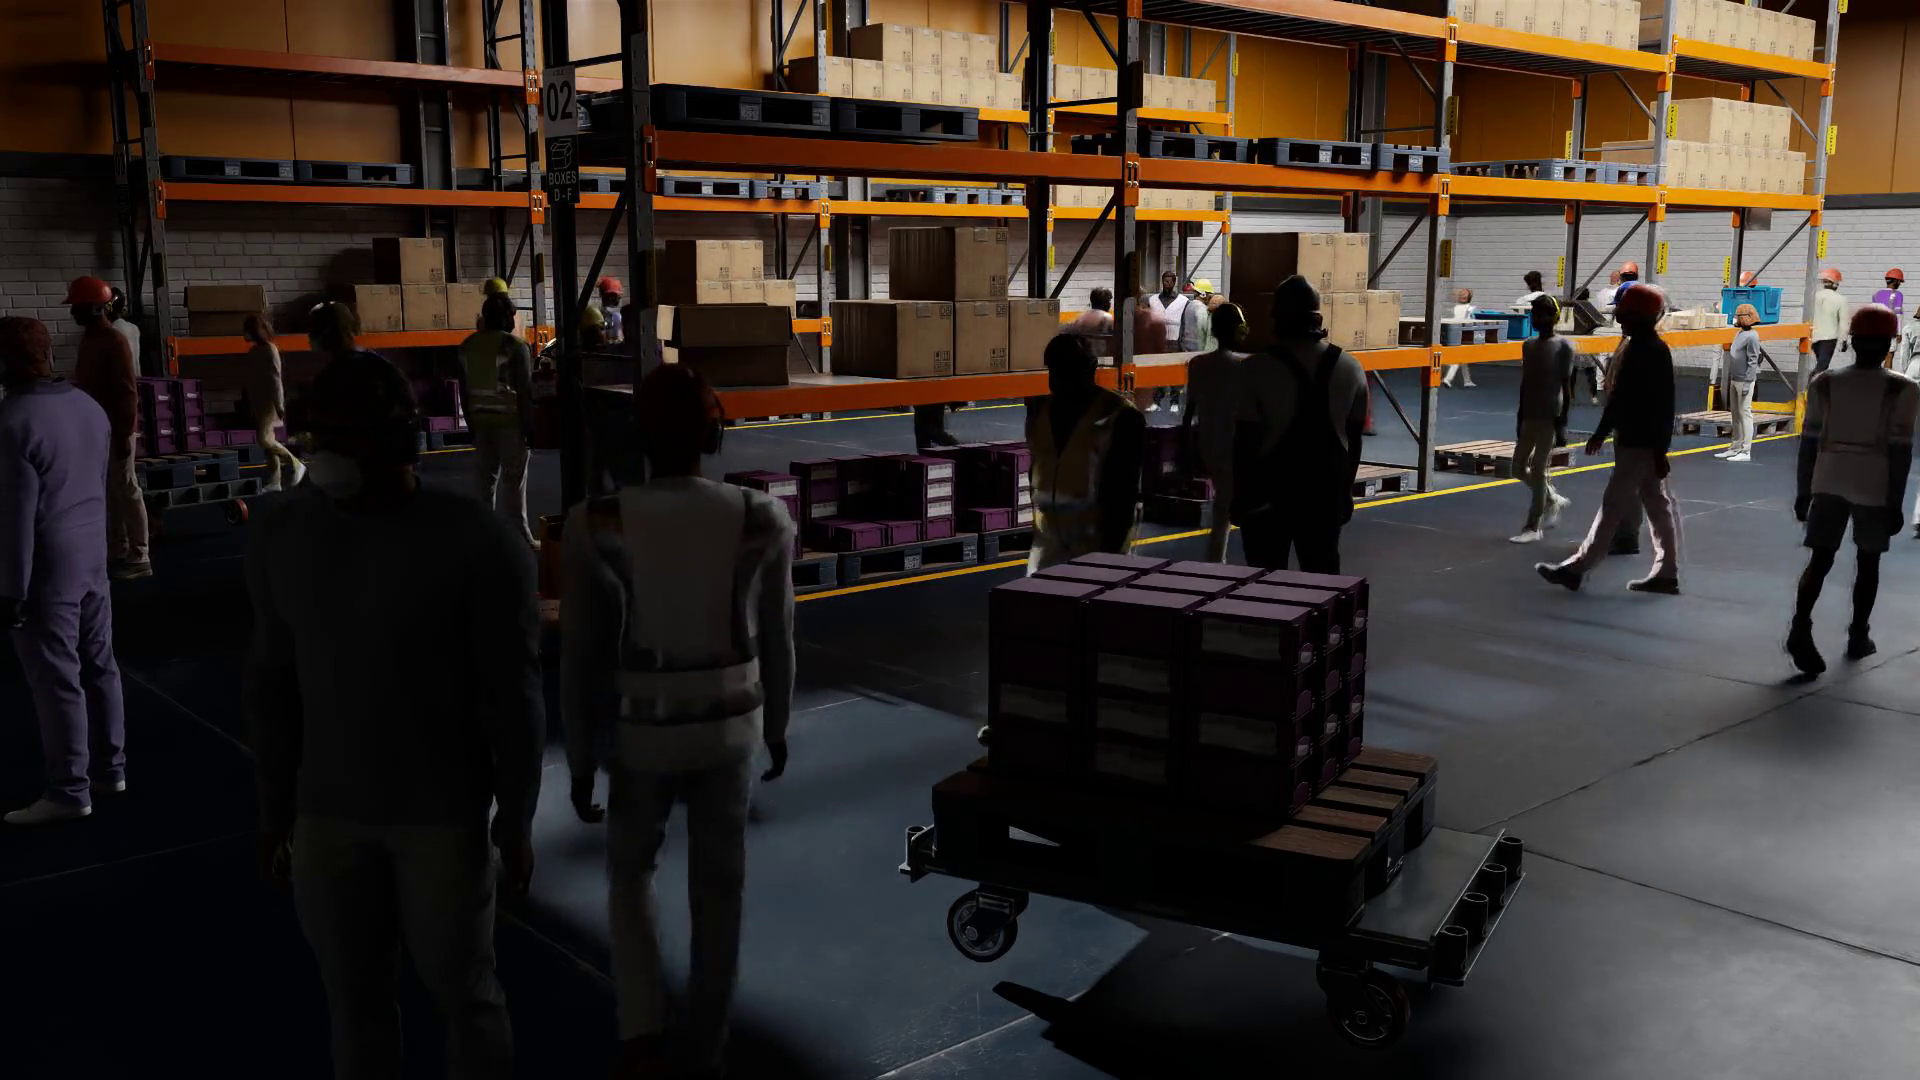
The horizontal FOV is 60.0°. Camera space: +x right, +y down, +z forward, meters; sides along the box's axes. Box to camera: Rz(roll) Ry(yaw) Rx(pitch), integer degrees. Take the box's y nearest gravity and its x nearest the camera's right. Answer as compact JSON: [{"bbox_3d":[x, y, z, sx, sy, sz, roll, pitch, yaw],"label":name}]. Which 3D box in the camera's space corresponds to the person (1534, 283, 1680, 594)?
[{"bbox_3d":[4.123,-0.622,10.445,0.973,1.945,0.710,3,10,15],"label":"person"}]

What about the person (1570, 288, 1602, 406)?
[{"bbox_3d":[8.851,-2.729,23.587,0.615,1.678,0.368,5,11,28],"label":"person"}]

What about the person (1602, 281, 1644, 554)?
[{"bbox_3d":[4.787,-0.872,11.916,0.389,1.949,0.603,3,10,17],"label":"person"}]

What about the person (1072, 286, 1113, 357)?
[{"bbox_3d":[1.395,-1.729,17.312,0.722,1.822,0.631,-8,13,-40],"label":"person"}]

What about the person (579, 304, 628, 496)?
[{"bbox_3d":[-2.574,-0.823,12.112,0.633,1.794,0.562,0,10,-2],"label":"person"}]

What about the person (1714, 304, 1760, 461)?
[{"bbox_3d":[8.126,-1.637,17.318,0.280,1.633,0.500,1,10,3],"label":"person"}]

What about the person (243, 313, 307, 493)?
[{"bbox_3d":[-6.191,-1.214,14.885,0.393,1.623,0.512,-8,13,-39],"label":"person"}]

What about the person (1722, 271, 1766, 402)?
[{"bbox_3d":[9.965,-2.440,21.157,0.382,1.932,0.541,-9,13,-42],"label":"person"}]

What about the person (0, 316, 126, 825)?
[{"bbox_3d":[-3.448,0.117,6.262,0.400,1.905,0.643,1,10,3],"label":"person"}]

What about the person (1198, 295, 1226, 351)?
[{"bbox_3d":[3.284,-2.320,21.314,0.498,1.634,0.280,6,12,33],"label":"person"}]

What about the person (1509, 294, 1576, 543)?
[{"bbox_3d":[4.355,-0.899,12.359,0.566,1.851,0.531,-5,11,-27],"label":"person"}]

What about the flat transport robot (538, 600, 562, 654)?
[{"bbox_3d":[-1.999,0.463,9.005,1.431,0.197,0.652,-1,10,-7],"label":"flat transport robot"}]

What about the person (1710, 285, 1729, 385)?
[{"bbox_3d":[12.614,-3.368,27.414,0.523,1.645,0.306,6,11,29],"label":"person"}]

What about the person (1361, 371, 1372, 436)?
[{"bbox_3d":[4.553,-2.106,19.771,0.834,1.727,0.530,7,12,34],"label":"person"}]

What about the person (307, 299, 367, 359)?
[{"bbox_3d":[-3.142,-0.348,8.980,0.838,1.907,0.652,-3,10,-17],"label":"person"}]

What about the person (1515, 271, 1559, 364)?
[{"bbox_3d":[8.072,-2.789,23.221,0.682,1.929,0.519,5,11,26],"label":"person"}]

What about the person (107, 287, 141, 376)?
[{"bbox_3d":[-7.218,-1.239,14.315,0.329,1.864,0.510,1,10,5],"label":"person"}]

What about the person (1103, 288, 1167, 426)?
[{"bbox_3d":[1.771,-1.621,16.582,0.652,1.863,0.976,8,12,38],"label":"person"}]

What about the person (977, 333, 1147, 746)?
[{"bbox_3d":[0.465,0.027,7.101,0.633,1.793,0.950,7,12,37],"label":"person"}]

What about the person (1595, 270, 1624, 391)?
[{"bbox_3d":[10.243,-3.262,26.029,0.406,1.906,0.654,-4,11,-23],"label":"person"}]

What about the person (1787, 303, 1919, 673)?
[{"bbox_3d":[4.555,-0.265,8.553,0.552,1.898,0.968,9,13,43],"label":"person"}]

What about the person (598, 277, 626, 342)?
[{"bbox_3d":[-3.816,-1.939,18.342,0.549,1.883,0.985,7,12,37],"label":"person"}]

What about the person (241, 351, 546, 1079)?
[{"bbox_3d":[-1.177,0.575,3.475,0.635,1.936,0.353,1,10,8],"label":"person"}]

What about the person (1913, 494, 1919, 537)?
[{"bbox_3d":[7.694,-0.875,12.594,1.070,1.726,0.606,-5,11,-28],"label":"person"}]

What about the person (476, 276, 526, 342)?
[{"bbox_3d":[-4.640,-1.690,16.832,0.423,1.940,0.604,6,11,32],"label":"person"}]

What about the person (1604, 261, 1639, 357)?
[{"bbox_3d":[9.489,-2.935,23.713,0.605,2.045,0.378,2,10,14],"label":"person"}]

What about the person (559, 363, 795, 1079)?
[{"bbox_3d":[-0.692,0.496,4.141,0.578,1.871,0.409,-2,10,-13],"label":"person"}]

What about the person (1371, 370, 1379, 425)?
[{"bbox_3d":[4.804,-2.153,20.282,0.842,1.652,0.543,-5,11,-28],"label":"person"}]

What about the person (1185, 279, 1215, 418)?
[{"bbox_3d":[3.173,-2.528,21.963,0.403,1.829,0.588,-2,10,-10],"label":"person"}]

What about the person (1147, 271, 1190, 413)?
[{"bbox_3d":[2.826,-2.699,22.692,0.594,1.922,0.388,4,10,22],"label":"person"}]

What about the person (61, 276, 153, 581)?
[{"bbox_3d":[-5.617,-0.728,10.937,0.614,1.993,0.395,9,13,43],"label":"person"}]

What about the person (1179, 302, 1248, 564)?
[{"bbox_3d":[1.662,-0.502,10.063,0.665,1.844,0.521,-8,12,-39],"label":"person"}]

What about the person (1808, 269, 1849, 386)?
[{"bbox_3d":[12.381,-2.915,23.880,0.976,1.958,0.631,-6,11,-30],"label":"person"}]

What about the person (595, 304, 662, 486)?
[{"bbox_3d":[-2.235,-0.786,11.848,0.583,1.807,0.943,8,13,39],"label":"person"}]

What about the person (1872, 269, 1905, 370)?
[{"bbox_3d":[14.522,-3.270,26.015,0.374,1.927,0.542,-3,10,-18],"label":"person"}]

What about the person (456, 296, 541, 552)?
[{"bbox_3d":[-3.276,-0.819,11.916,0.627,1.843,0.429,5,11,25],"label":"person"}]

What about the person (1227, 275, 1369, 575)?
[{"bbox_3d":[1.607,-0.275,8.150,0.688,2.000,0.536,-2,10,-14],"label":"person"}]

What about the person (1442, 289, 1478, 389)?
[{"bbox_3d":[8.063,-3.232,26.754,0.838,1.601,0.508,-5,11,-29],"label":"person"}]

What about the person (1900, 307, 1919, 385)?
[{"bbox_3d":[10.237,-1.748,17.646,0.295,1.744,0.491,-9,13,-43],"label":"person"}]

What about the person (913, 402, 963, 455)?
[{"bbox_3d":[-0.189,-1.378,15.003,0.658,1.909,0.592,-7,12,-34],"label":"person"}]
